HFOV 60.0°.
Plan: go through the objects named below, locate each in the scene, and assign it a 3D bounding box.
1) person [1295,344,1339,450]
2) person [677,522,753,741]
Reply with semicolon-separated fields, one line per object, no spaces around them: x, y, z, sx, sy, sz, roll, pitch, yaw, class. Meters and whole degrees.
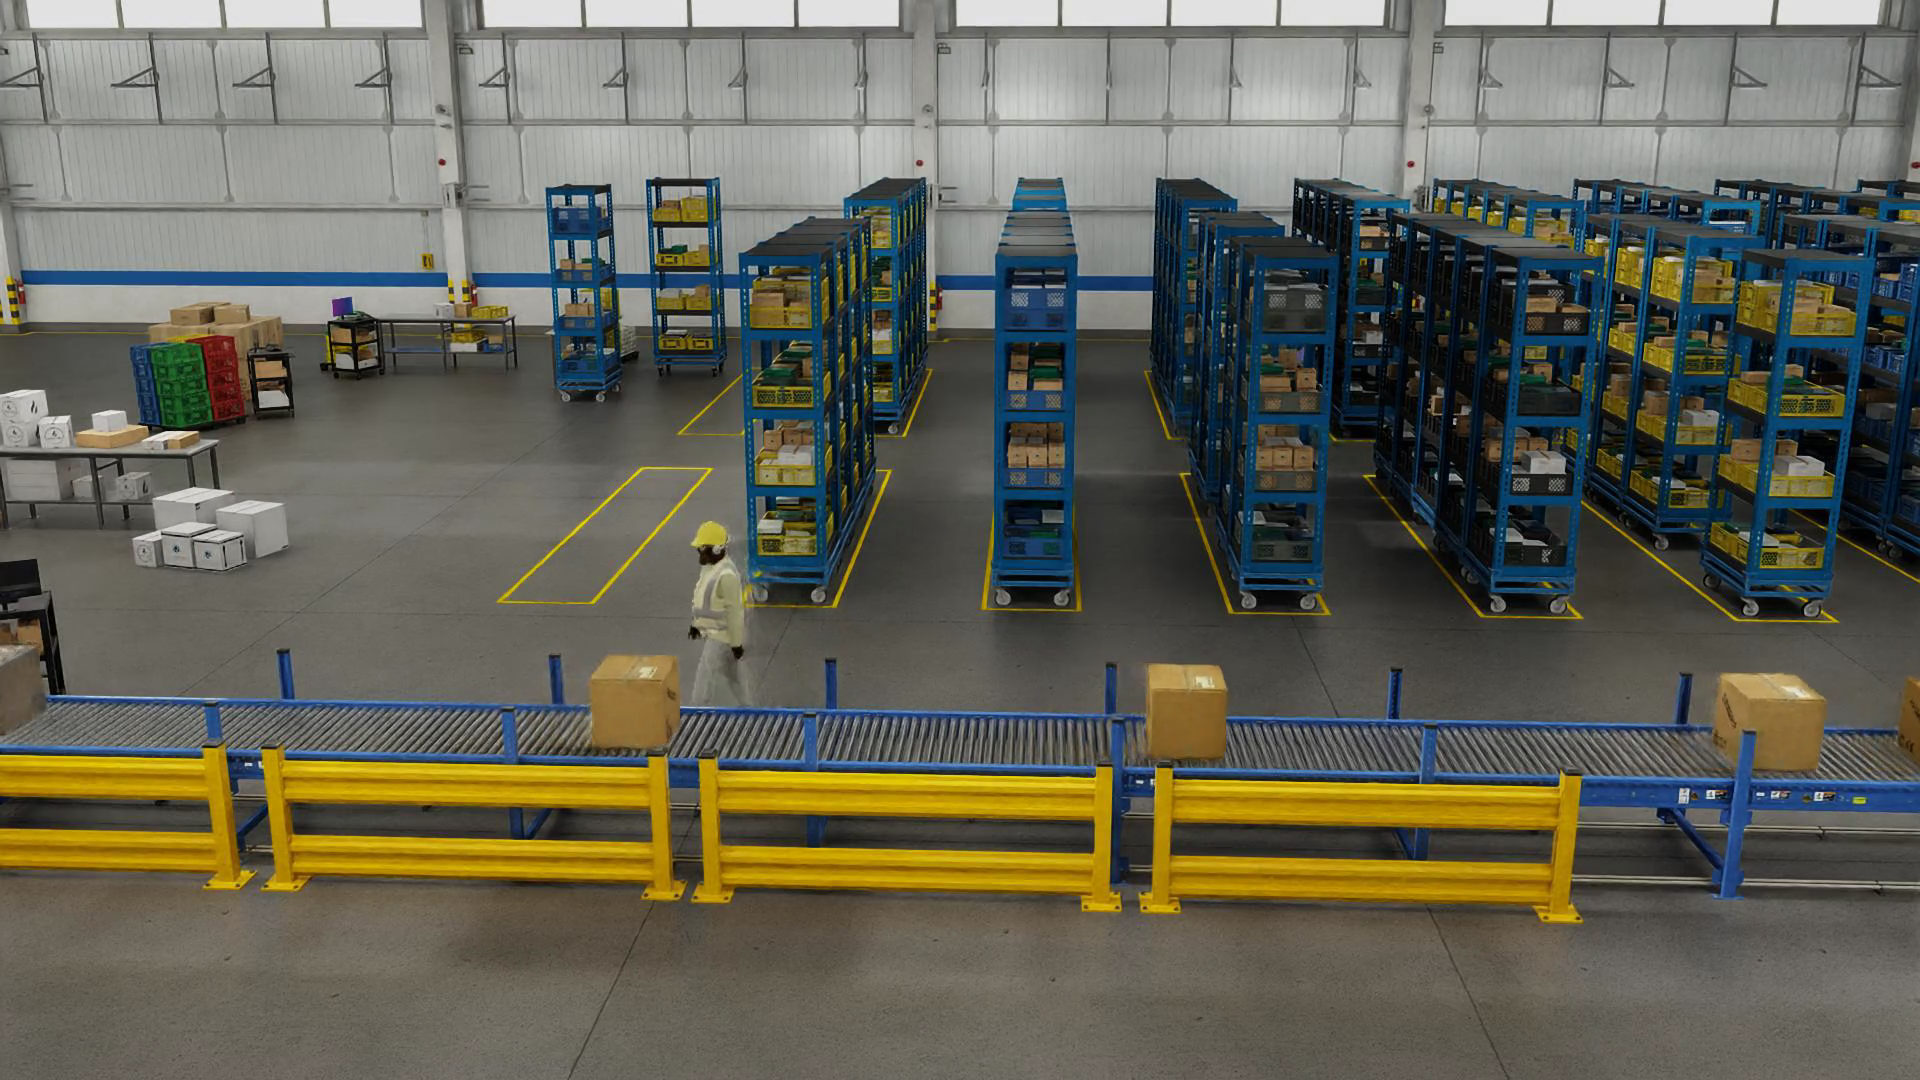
5.119;-2.155;24.110;0.925;1.802;0.565;2;15;9;person
-2.058;0.733;13.415;0.857;1.797;0.600;-4;16;-15;person
